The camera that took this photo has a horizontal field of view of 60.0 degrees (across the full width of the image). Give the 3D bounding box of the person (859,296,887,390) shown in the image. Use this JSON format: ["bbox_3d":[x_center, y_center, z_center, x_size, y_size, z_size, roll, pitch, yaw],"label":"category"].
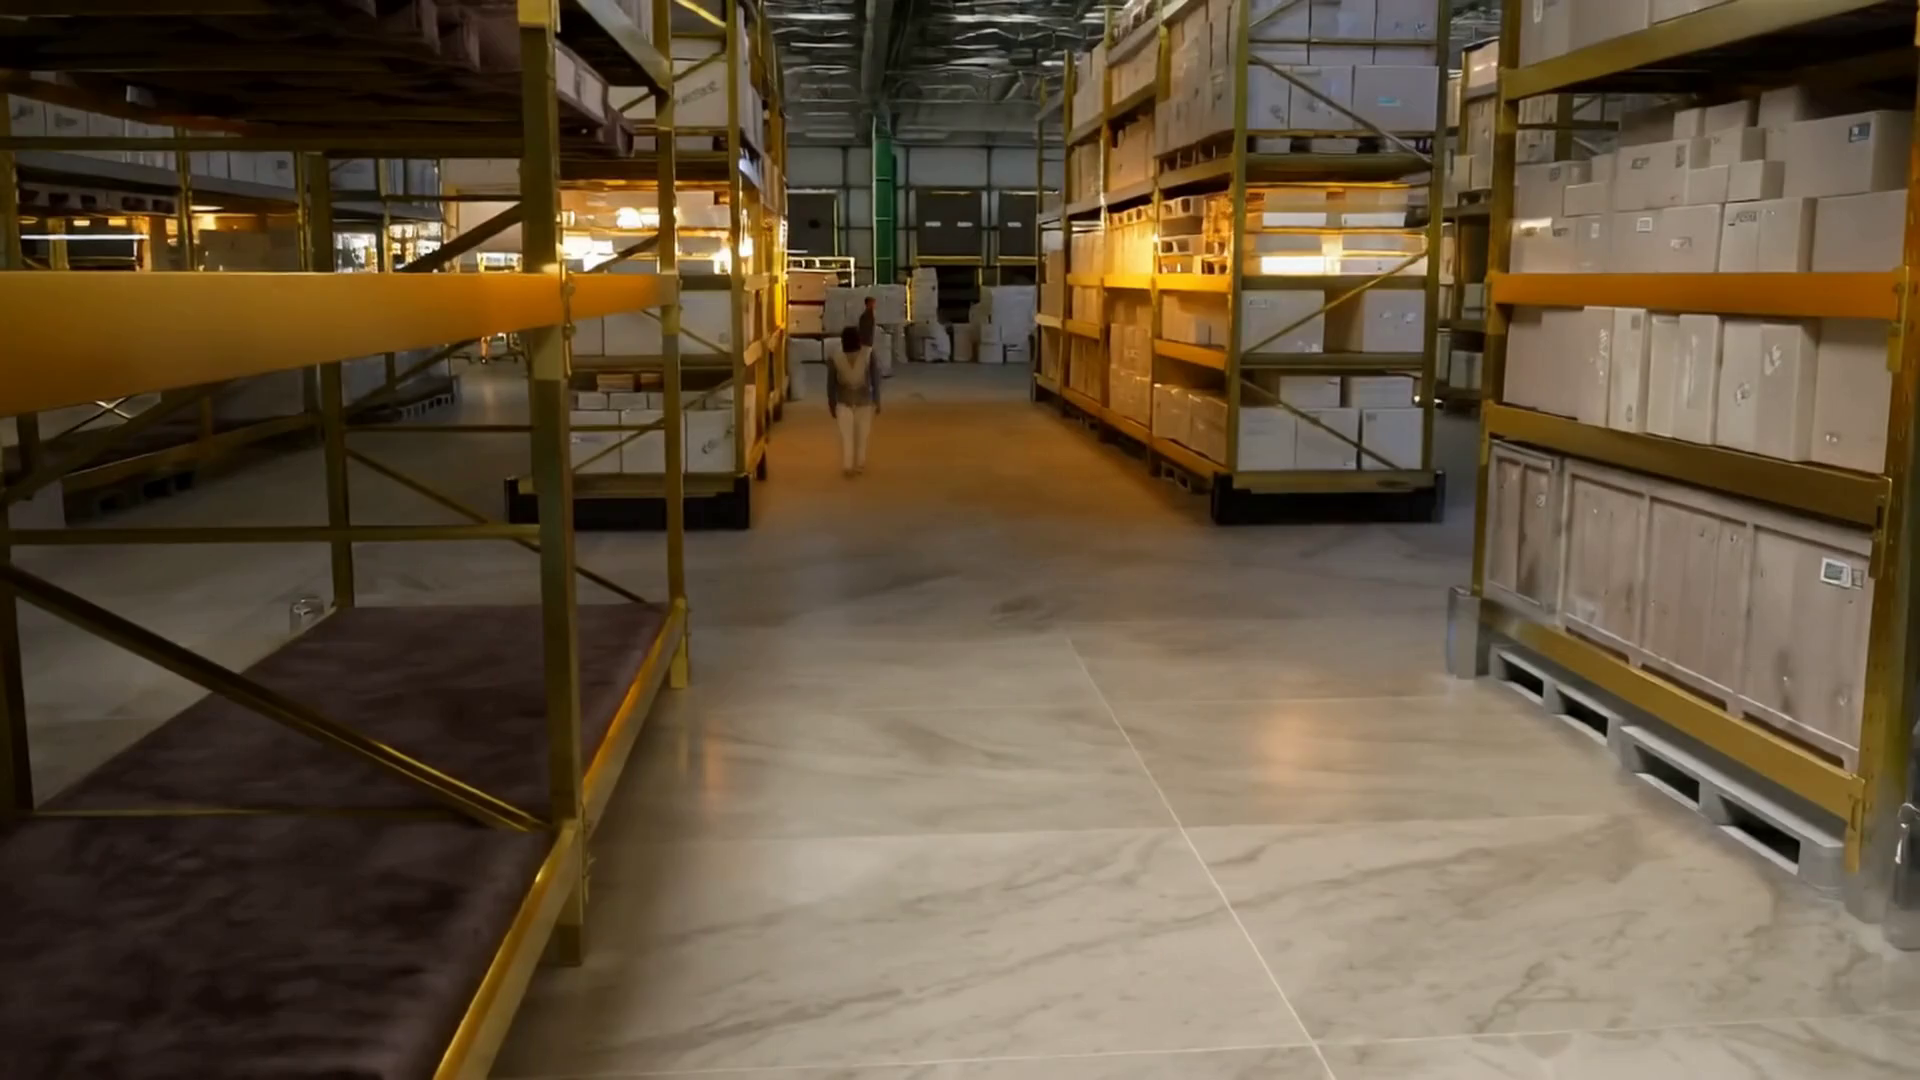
[{"bbox_3d":[-1.845,-4.095,34.689,0.760,1.966,0.614,4,10,24],"label":"person"}]

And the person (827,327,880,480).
[{"bbox_3d":[-1.270,-1.649,19.862,0.622,1.805,0.930,-1,9,-5],"label":"person"}]
